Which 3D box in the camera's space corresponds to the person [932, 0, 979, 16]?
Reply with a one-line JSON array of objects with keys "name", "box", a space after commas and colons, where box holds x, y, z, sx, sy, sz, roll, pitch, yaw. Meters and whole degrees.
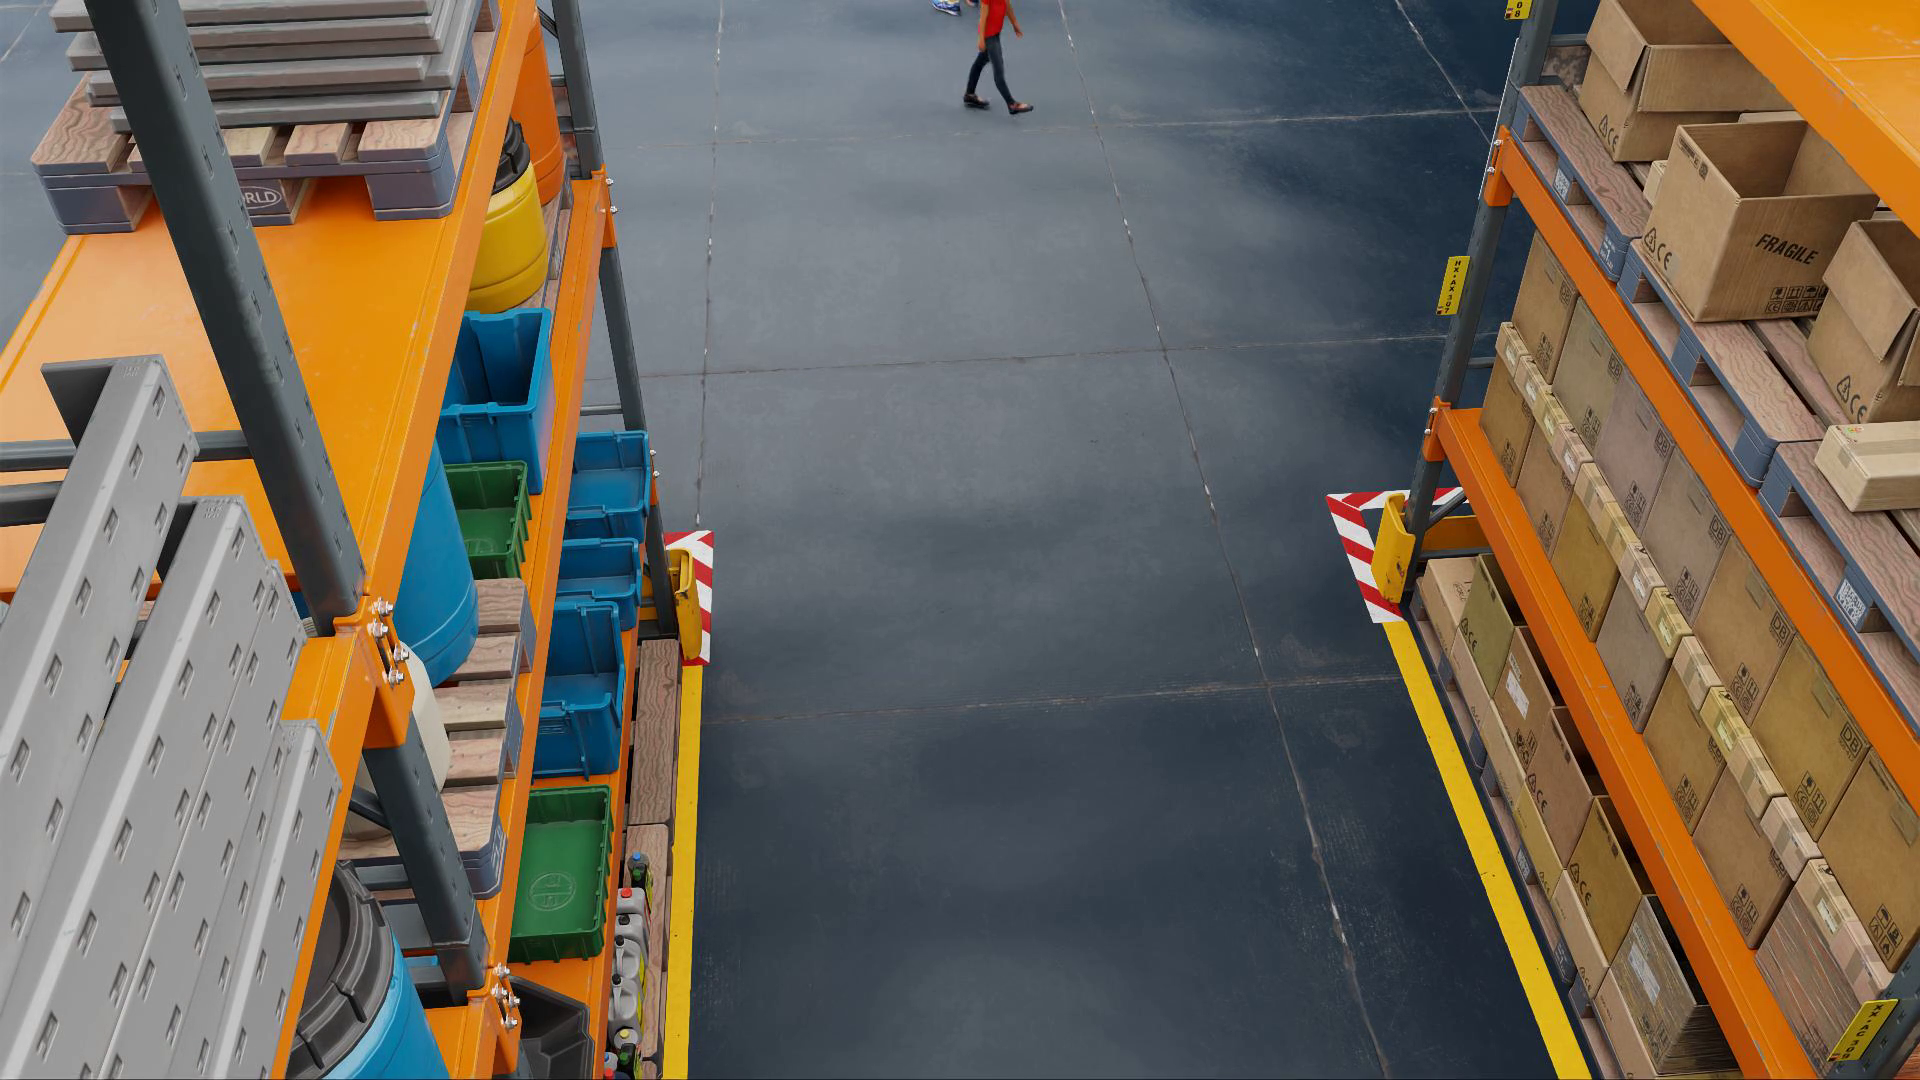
[{"name": "person", "box": [-0.007, -5.416, 14.099, 0.706, 1.869, 0.746, -32, 51, -30]}]

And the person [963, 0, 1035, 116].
[{"name": "person", "box": [0.178, -3.950, 12.921, 0.735, 1.282, 0.835, 13, 44, 14]}]
